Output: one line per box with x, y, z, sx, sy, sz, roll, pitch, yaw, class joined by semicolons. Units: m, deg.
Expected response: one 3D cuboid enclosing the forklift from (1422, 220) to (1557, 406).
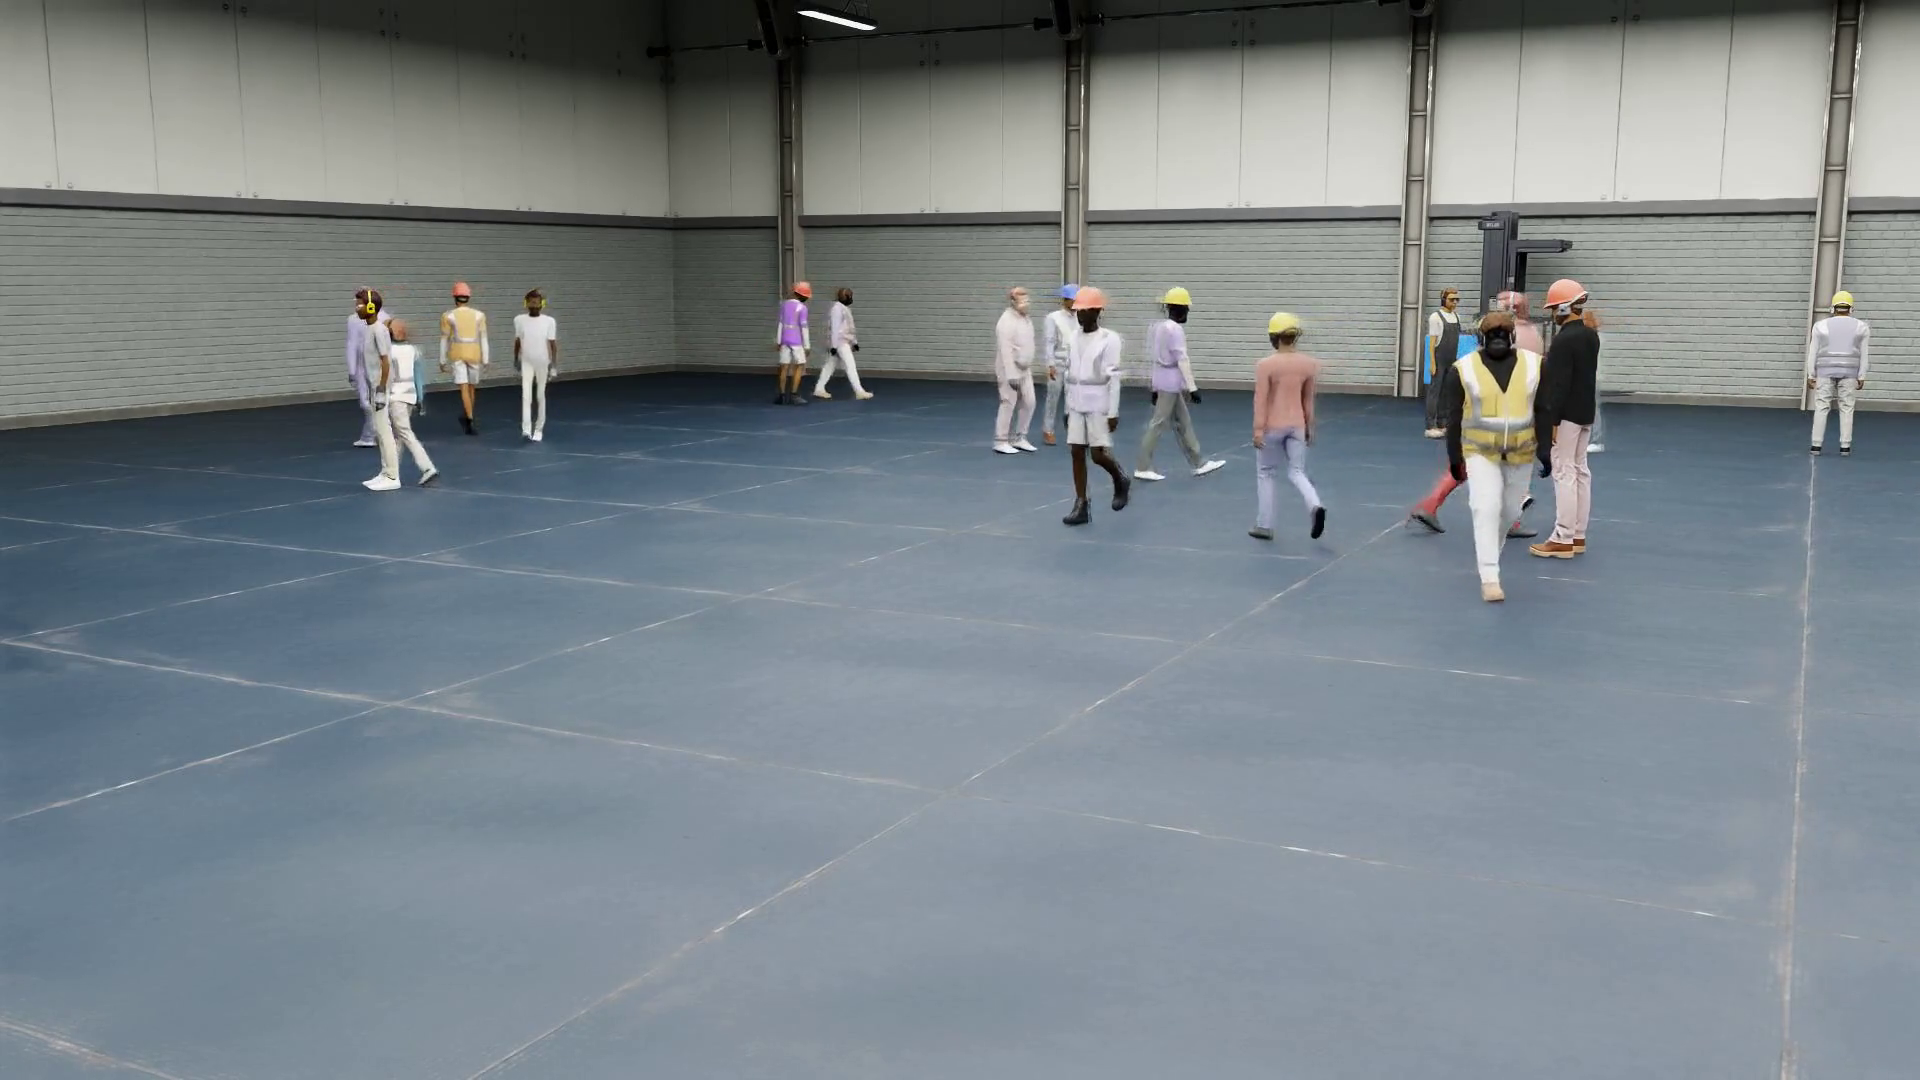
8.245;-3.527;25.720;1.873;2.768;1.129;5;10;27;forklift

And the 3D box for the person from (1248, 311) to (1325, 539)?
2.488;-0.849;12.588;0.530;1.749;0.683;-4;10;-22;person

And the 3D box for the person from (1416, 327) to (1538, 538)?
4.013;-0.889;12.871;0.884;1.729;0.522;0;9;3;person

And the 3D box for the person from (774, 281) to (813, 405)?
-2.592;-3.033;25.641;0.726;1.891;0.379;8;12;40;person

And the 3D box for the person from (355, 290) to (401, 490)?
-5.482;-1.410;15.640;0.309;1.868;0.535;-5;10;-26;person

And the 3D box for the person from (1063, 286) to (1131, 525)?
1.112;-1.103;13.575;0.544;1.925;0.638;8;12;42;person

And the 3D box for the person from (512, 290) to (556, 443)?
-5.064;-2.048;19.750;0.531;1.810;0.993;-2;9;-10;person

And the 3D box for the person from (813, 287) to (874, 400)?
-1.911;-3.143;26.623;0.985;1.795;0.625;0;9;2;person

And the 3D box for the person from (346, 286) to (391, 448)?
-6.751;-1.980;19.146;0.832;1.880;0.651;5;10;26;person

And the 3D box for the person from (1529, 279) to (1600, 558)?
4.360;-0.874;11.982;0.400;1.985;0.610;8;12;42;person

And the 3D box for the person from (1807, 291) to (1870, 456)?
9.784;-1.860;18.566;0.596;1.824;0.403;4;10;21;person

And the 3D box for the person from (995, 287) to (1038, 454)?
0.594;-1.881;18.582;0.554;1.860;0.678;5;11;29;person

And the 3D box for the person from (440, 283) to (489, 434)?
-6.335;-2.317;21.178;0.569;1.882;0.975;-6;11;-31;person

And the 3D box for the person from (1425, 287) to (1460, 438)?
5.980;-2.192;20.539;0.506;1.845;0.342;-6;11;-35;person

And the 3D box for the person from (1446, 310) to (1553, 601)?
3.423;-0.566;10.645;0.628;1.810;0.873;1;9;5;person

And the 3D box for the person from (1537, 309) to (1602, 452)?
6.934;-1.790;18.775;0.777;1.597;0.527;-1;9;-5;person

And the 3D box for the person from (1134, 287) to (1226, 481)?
2.155;-1.516;16.270;0.980;1.878;0.597;0;9;-2;person

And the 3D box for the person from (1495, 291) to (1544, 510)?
4.435;-1.061;13.446;0.666;1.890;0.520;-7;11;-36;person

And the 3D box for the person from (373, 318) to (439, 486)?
-5.351;-1.328;15.973;0.858;1.606;0.516;4;10;22;person

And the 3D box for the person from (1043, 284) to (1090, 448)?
1.258;-2.023;19.356;0.627;1.889;1.016;-4;10;-22;person
